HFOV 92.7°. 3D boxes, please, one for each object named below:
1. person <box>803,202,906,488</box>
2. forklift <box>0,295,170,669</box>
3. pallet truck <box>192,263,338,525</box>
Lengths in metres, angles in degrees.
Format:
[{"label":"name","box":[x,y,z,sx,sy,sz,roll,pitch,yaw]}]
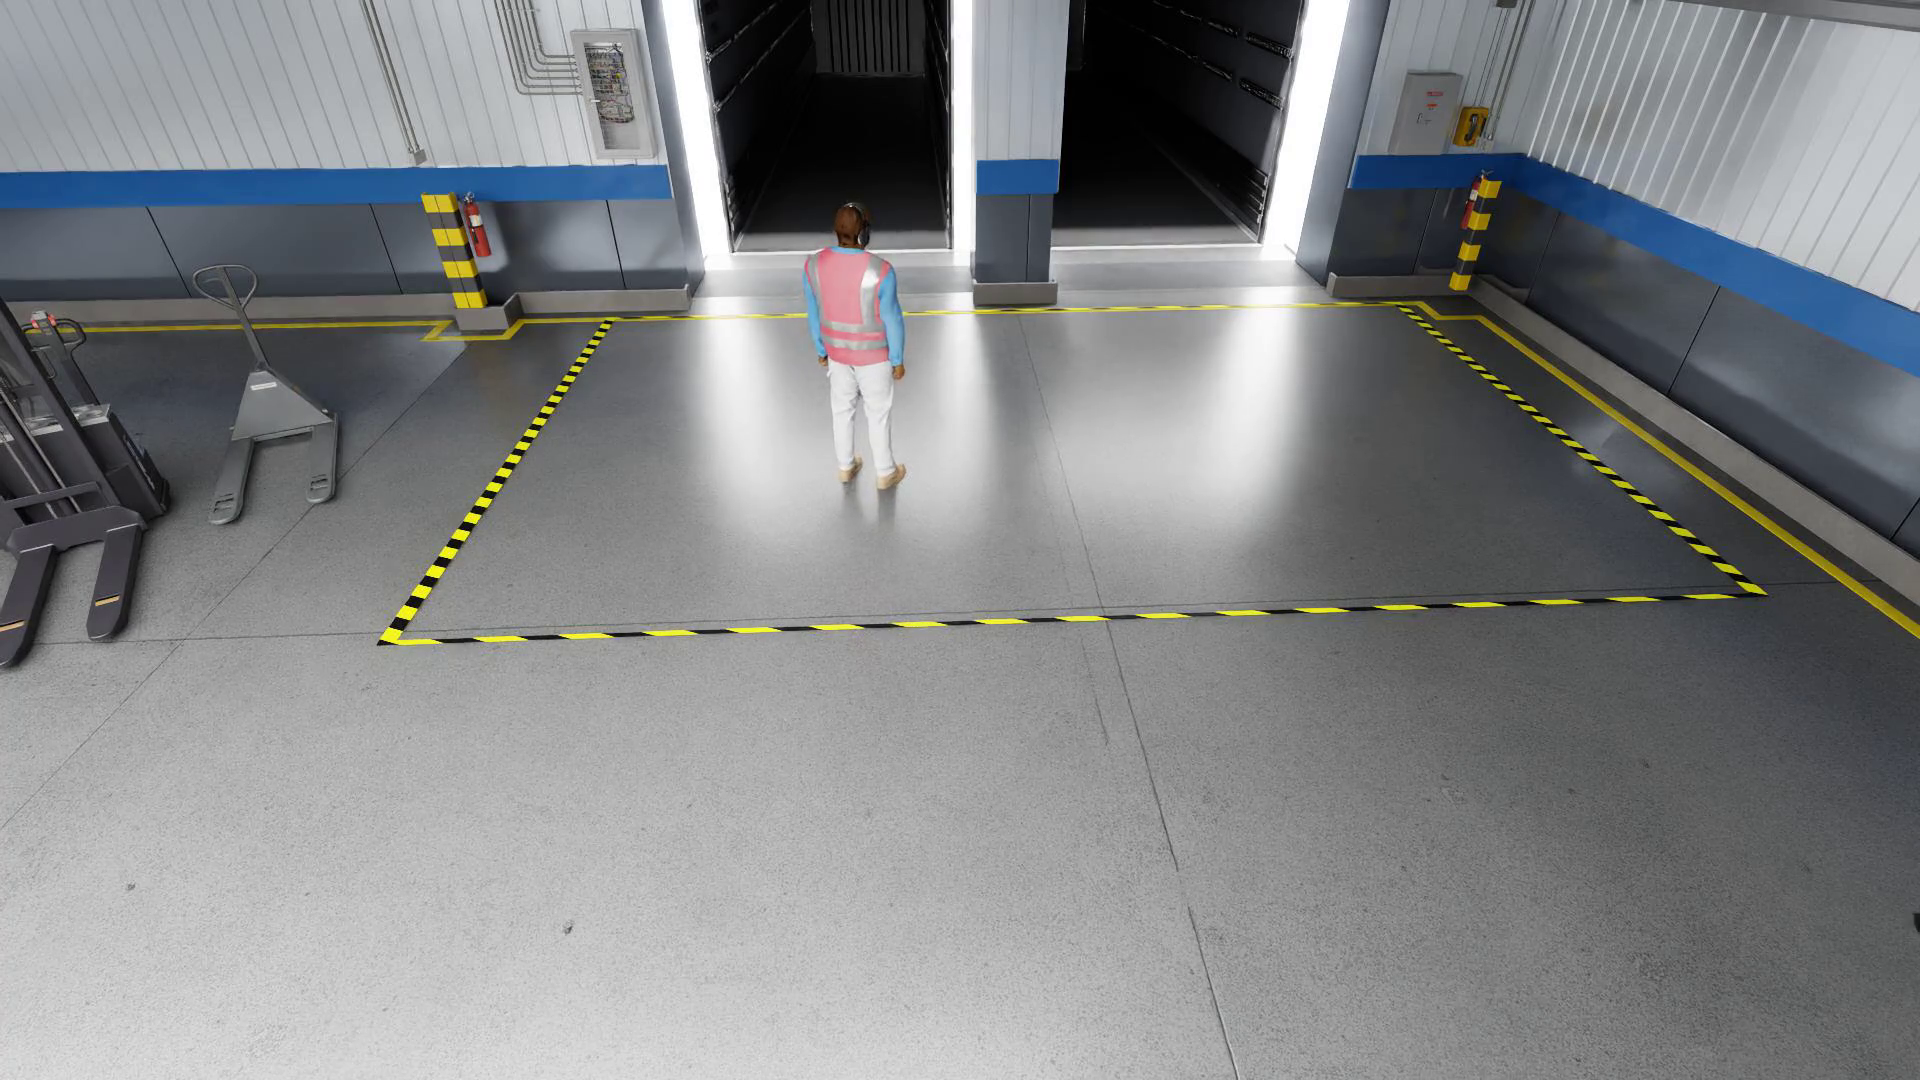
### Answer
[{"label":"person","box":[-0.632,-1.195,5.842,0.628,1.841,0.429,12,37,17]},{"label":"forklift","box":[-5.212,-0.618,4.878,0.823,1.965,1.885,-20,39,-26]},{"label":"pallet truck","box":[-4.778,-1.027,6.128,0.680,1.201,1.601,-17,38,-23]}]
